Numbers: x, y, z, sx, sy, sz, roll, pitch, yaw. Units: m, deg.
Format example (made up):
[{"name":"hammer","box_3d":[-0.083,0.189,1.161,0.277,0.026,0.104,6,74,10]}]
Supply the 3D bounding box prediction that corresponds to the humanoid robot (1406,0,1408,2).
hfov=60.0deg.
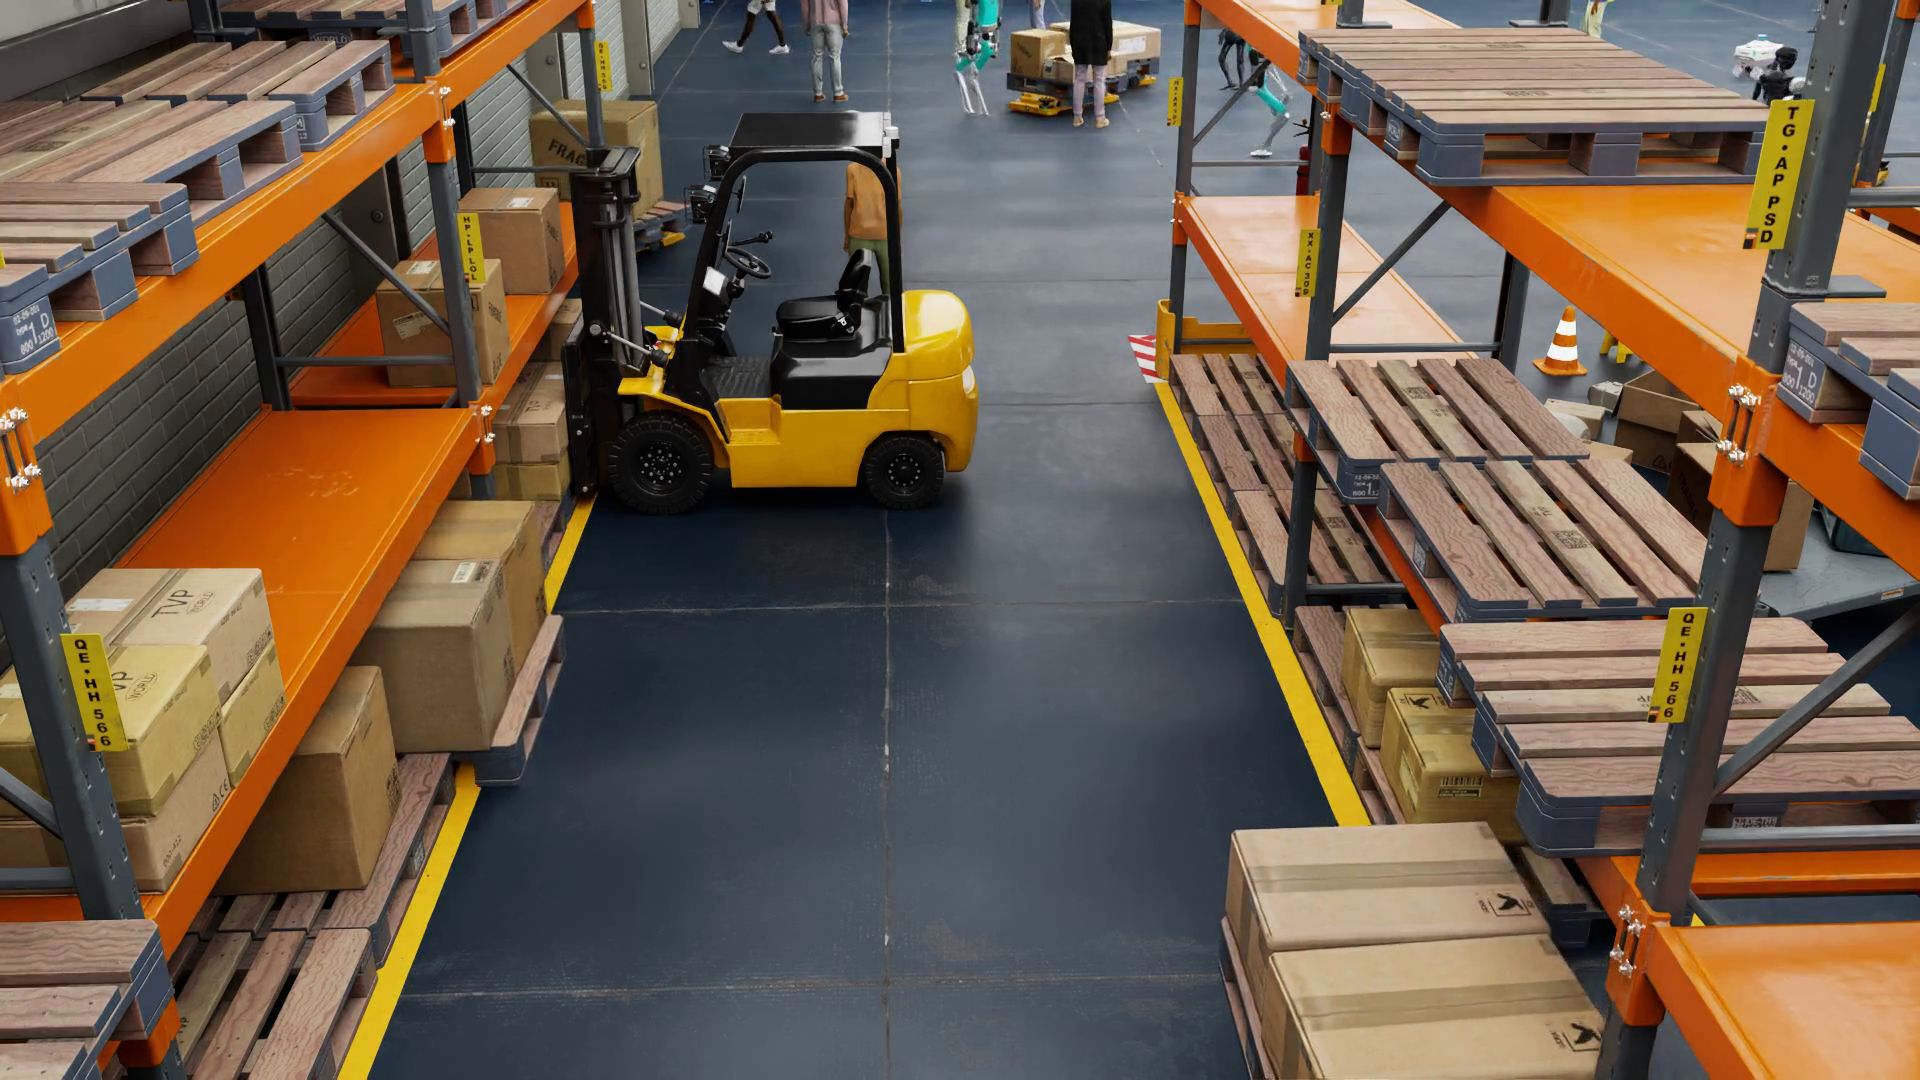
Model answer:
[{"name":"humanoid robot","box_3d":[7.680,-10.013,28.842,0.599,1.657,0.315,10,27,20]}]

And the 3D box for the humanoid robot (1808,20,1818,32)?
[{"name":"humanoid robot","box_3d":[14.110,-8.905,26.552,0.743,1.627,0.616,13,28,25]}]

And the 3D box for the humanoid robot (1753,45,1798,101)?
[{"name":"humanoid robot","box_3d":[7.670,-3.833,15.778,0.375,1.648,0.590,-12,28,-24]}]

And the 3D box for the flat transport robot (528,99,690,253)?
[{"name":"flat transport robot","box_3d":[-3.203,-2.677,14.973,0.659,0.231,1.431,15,29,29]}]

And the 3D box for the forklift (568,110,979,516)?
[{"name":"forklift","box_3d":[-1.043,-1.379,9.976,2.313,2.155,1.214,-1,25,-2]}]

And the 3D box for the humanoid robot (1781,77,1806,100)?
[{"name":"humanoid robot","box_3d":[6.998,-2.908,13.766,0.901,1.780,0.547,4,26,9]}]

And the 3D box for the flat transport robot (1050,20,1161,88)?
[{"name":"flat transport robot","box_3d":[1.918,-6.272,22.587,1.431,0.231,0.659,-16,30,-30]}]

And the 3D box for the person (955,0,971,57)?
[{"name":"person","box_3d":[0.077,-8.092,24.713,0.346,1.743,0.561,-4,26,-9]}]

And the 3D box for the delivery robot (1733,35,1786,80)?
[{"name":"delivery robot","box_3d":[11.192,-6.762,23.280,0.750,0.587,0.525,-16,29,-30]}]

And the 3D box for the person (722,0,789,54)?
[{"name":"person","box_3d":[-3.056,-8.199,24.819,1.028,1.840,0.578,3,25,5]}]

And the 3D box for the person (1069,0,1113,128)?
[{"name":"person","box_3d":[1.564,-5.878,19.892,0.533,1.856,0.404,8,27,17]}]

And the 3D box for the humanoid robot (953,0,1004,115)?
[{"name":"humanoid robot","box_3d":[0.166,-6.112,20.515,0.545,1.752,0.773,-23,34,-40]}]

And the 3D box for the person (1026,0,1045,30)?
[{"name":"person","box_3d":[1.118,-7.901,24.198,0.390,1.838,0.563,-4,26,-9]}]

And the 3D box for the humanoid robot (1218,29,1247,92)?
[{"name":"humanoid robot","box_3d":[3.645,-6.793,22.047,0.425,1.630,0.616,21,32,37]}]

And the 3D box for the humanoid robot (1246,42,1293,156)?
[{"name":"humanoid robot","box_3d":[3.447,-5.061,18.374,0.722,1.845,0.535,7,26,14]}]

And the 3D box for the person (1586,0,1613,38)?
[{"name":"person","box_3d":[8.999,-7.584,23.482,0.402,1.887,0.515,5,26,10]}]

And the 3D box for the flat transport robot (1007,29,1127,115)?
[{"name":"flat transport robot","box_3d":[1.335,-5.659,21.288,0.659,0.231,1.431,22,33,39]}]

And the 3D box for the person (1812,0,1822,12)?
[{"name":"person","box_3d":[15.089,-10.084,28.923,0.542,1.737,0.493,-10,27,-21]}]

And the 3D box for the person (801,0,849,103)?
[{"name":"person","box_3d":[-1.728,-6.601,21.328,0.626,1.940,0.372,7,26,14]}]

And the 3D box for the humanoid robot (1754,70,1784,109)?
[{"name":"humanoid robot","box_3d":[6.972,-3.274,14.590,0.612,1.636,0.427,5,26,10]}]

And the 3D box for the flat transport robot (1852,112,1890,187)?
[{"name":"flat transport robot","box_3d":[9.106,-4.015,17.805,1.431,0.231,0.659,17,30,32]}]

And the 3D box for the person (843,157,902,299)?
[{"name":"person","box_3d":[-0.650,-2.230,12.329,0.436,1.719,0.346,3,25,7]}]
